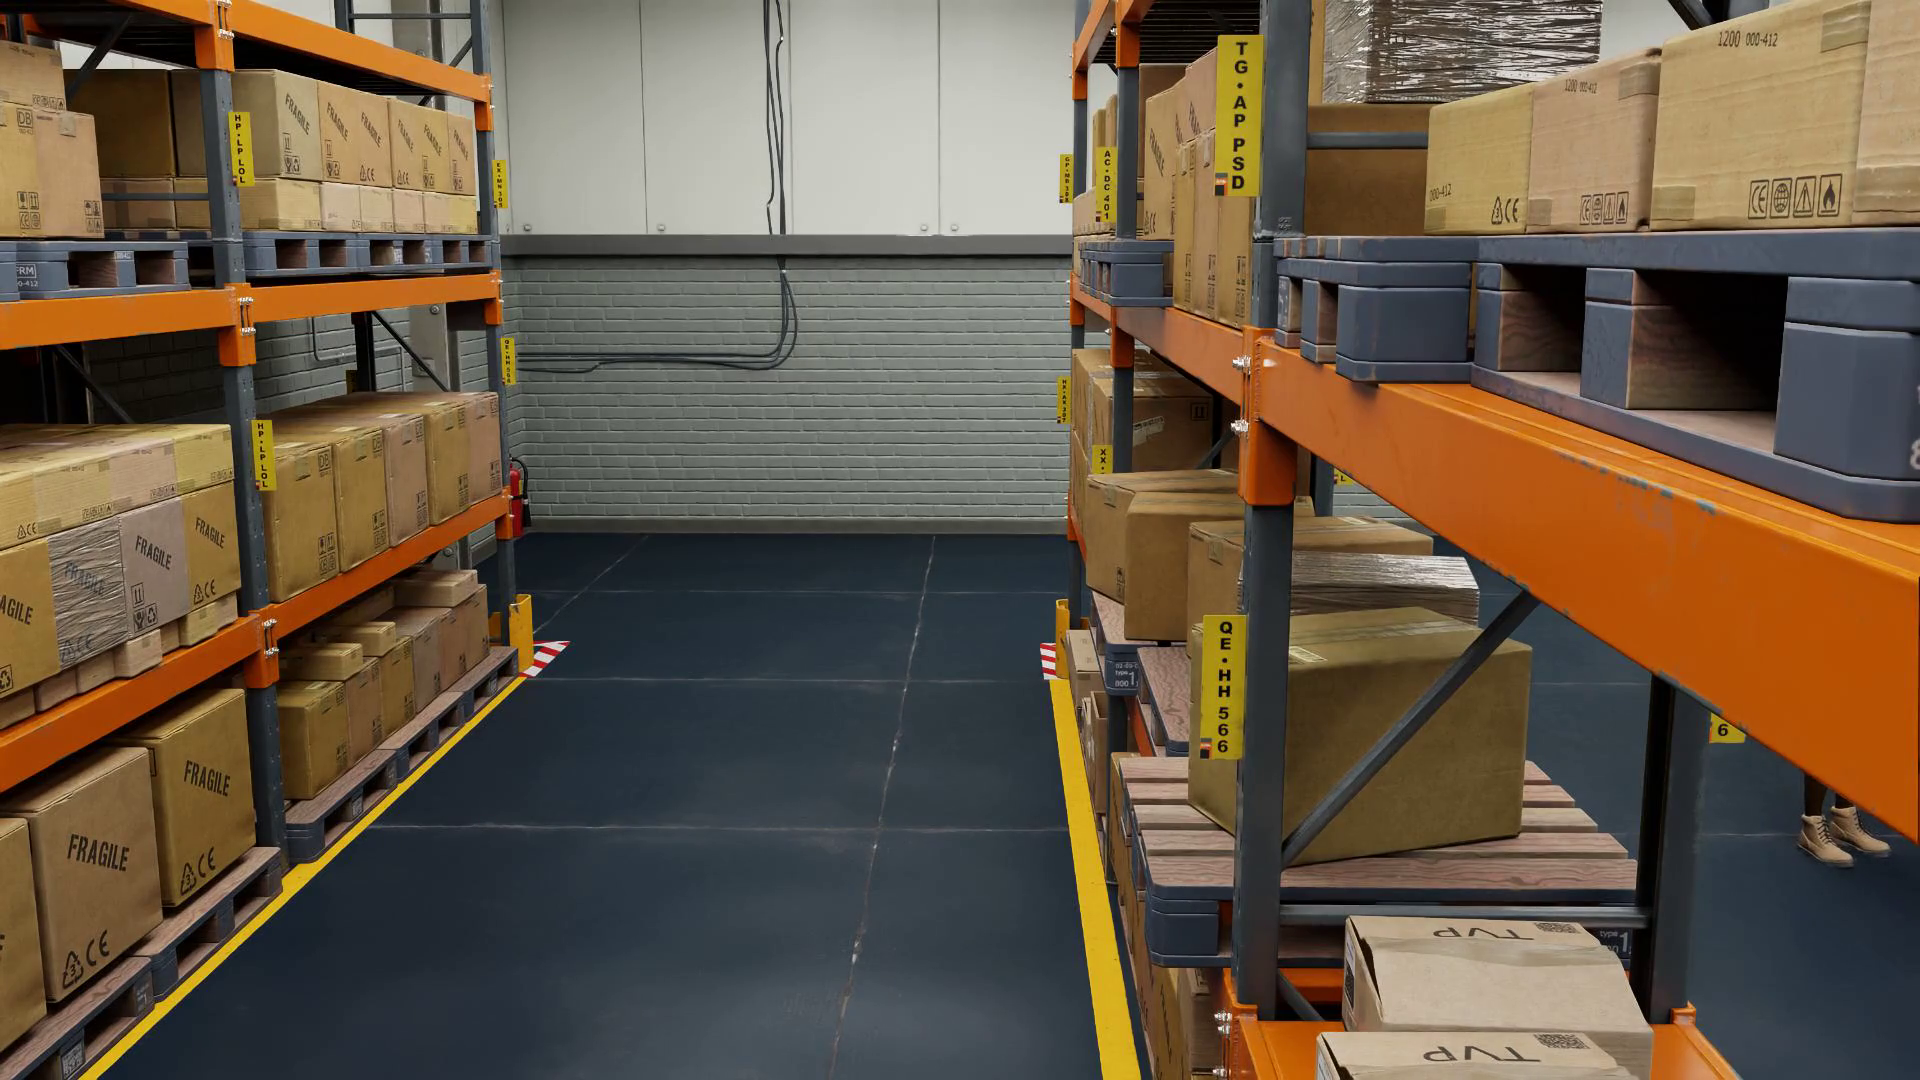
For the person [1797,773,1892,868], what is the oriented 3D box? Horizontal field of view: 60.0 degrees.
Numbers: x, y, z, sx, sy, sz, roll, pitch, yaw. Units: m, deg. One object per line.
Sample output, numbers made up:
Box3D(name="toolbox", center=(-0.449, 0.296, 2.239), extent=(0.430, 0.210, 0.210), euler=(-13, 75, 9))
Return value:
Box3D(name="person", center=(4.439, 0.583, 8.133), extent=(0.612, 2.039, 0.392), euler=(-5, 11, -27))
